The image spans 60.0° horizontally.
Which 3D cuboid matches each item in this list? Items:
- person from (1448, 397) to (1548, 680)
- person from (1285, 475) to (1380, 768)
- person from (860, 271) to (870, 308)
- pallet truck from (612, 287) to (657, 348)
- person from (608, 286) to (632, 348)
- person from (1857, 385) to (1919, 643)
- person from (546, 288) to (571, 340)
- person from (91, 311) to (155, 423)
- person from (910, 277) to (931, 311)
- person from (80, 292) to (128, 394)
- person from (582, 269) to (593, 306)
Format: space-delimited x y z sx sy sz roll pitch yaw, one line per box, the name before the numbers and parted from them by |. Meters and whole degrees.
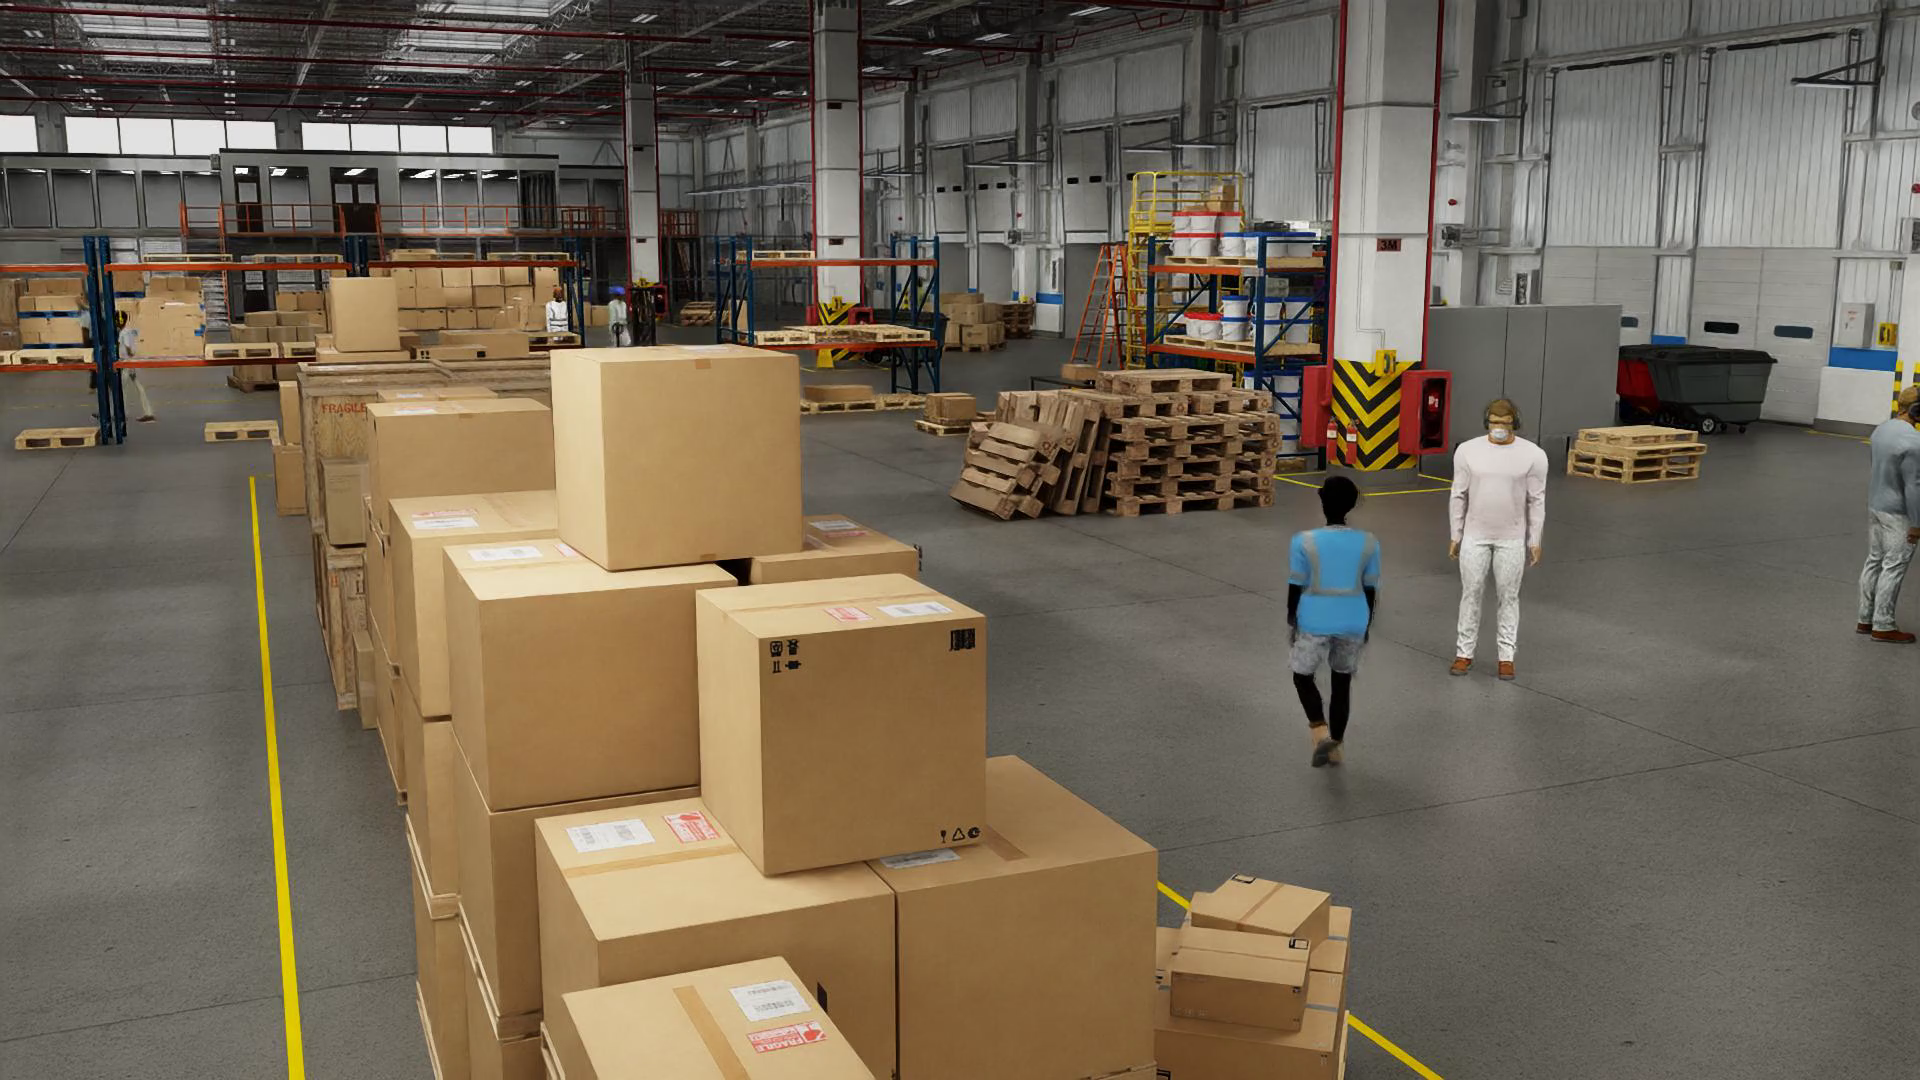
person | 3.657 -0.010 11.357 0.661 1.934 0.358 5 11 24
person | 2.095 0.486 9.311 0.537 1.687 0.499 -1 10 -4
person | -3.508 -8.839 60.354 0.544 1.818 0.671 2 11 13
pallet truck | -6.464 -4.406 35.401 0.823 1.965 1.885 6 12 32
person | -7.649 -4.766 37.588 0.742 1.920 0.607 6 12 30
person | 6.968 -0.189 12.370 0.384 1.928 0.636 0 10 1
person | -9.031 -4.724 37.475 0.576 1.882 0.355 -7 12 -32
person | -13.628 -2.795 26.994 0.947 1.821 0.556 -4 11 -22
person | -1.231 -7.137 51.005 0.709 1.813 0.432 0 10 0
person | -16.395 -3.787 31.874 1.054 2.000 0.687 2 11 12
person | -13.333 -8.719 59.435 0.584 1.911 0.392 7 13 36
